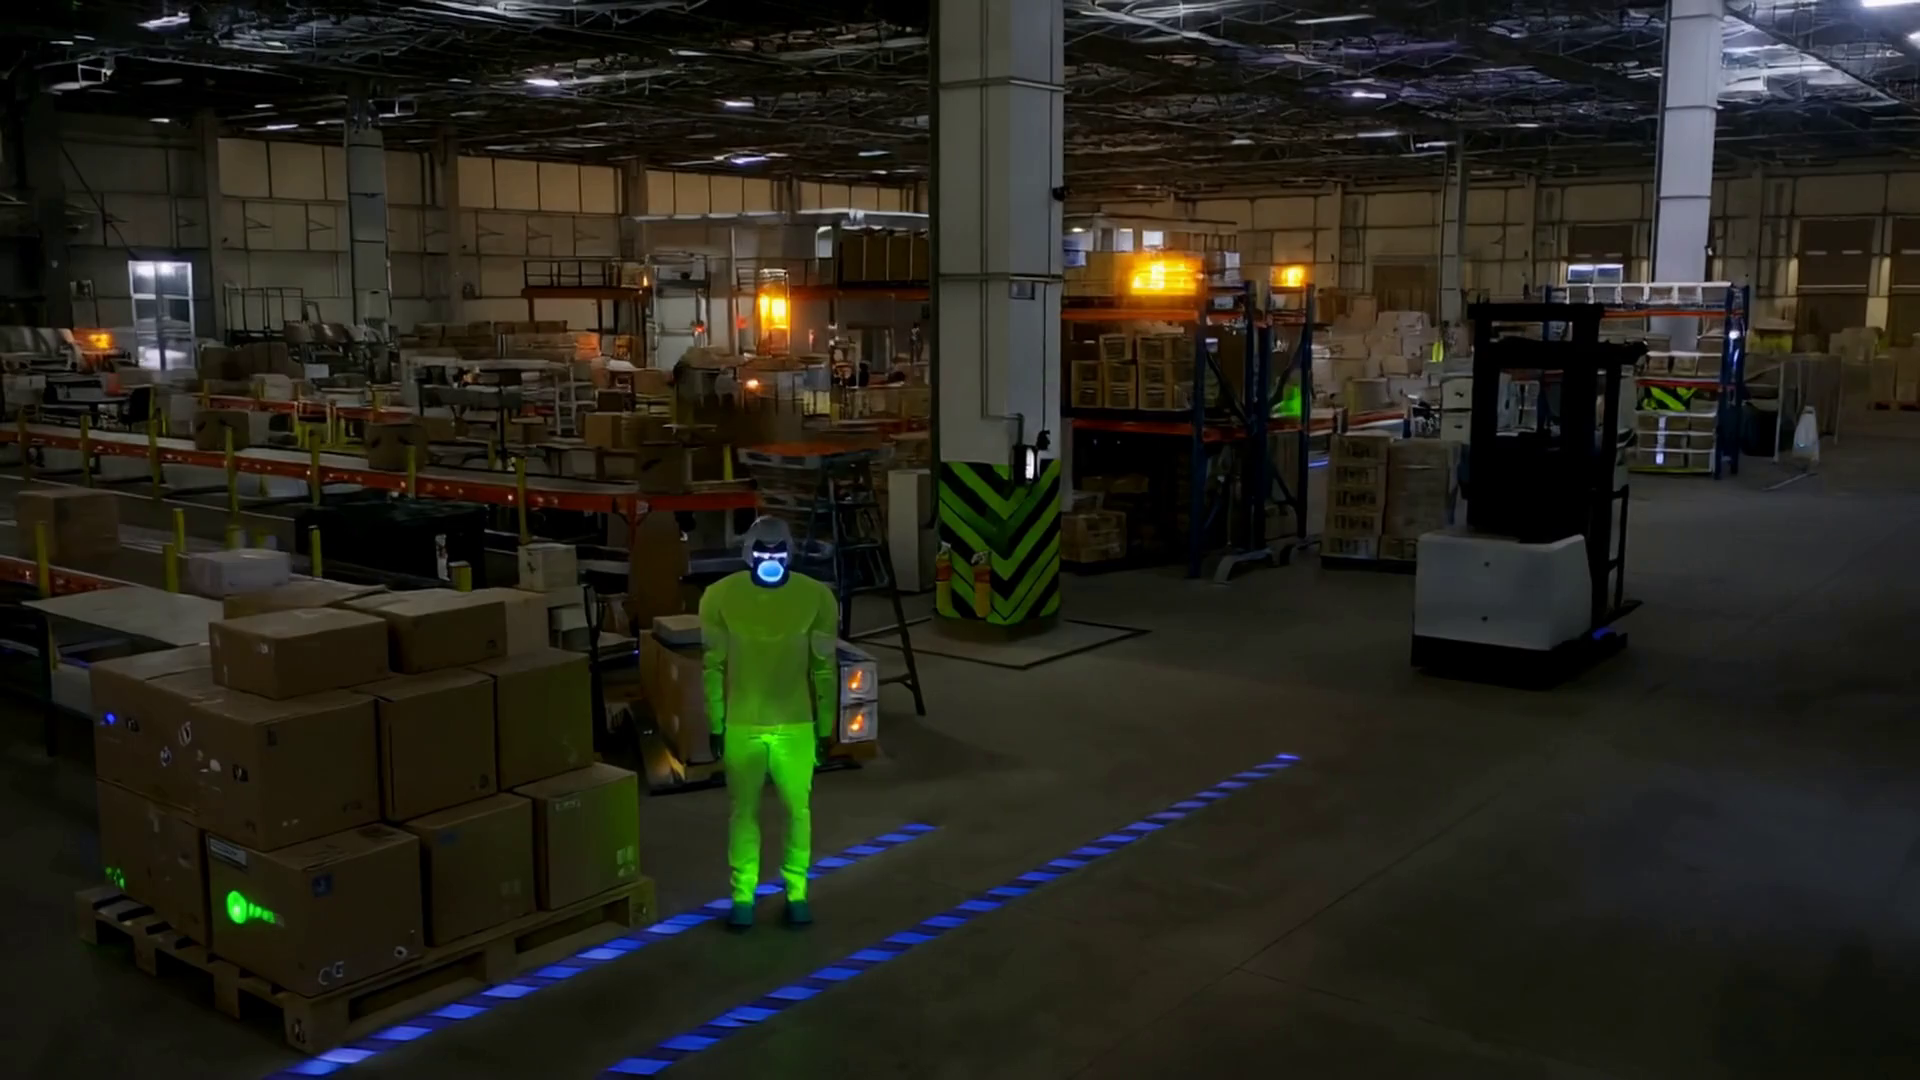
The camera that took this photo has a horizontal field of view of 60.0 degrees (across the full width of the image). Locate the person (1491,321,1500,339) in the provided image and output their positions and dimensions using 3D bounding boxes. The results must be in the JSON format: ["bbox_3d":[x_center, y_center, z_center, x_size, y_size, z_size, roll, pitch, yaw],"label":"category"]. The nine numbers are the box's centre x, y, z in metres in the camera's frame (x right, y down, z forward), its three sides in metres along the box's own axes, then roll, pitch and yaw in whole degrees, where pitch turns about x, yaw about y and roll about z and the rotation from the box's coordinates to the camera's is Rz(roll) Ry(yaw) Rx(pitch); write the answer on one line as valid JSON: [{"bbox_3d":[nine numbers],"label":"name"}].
[{"bbox_3d":[18.954,-6.858,59.125,0.392,1.988,0.608,0,8,-2],"label":"person"}]

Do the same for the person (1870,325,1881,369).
[{"bbox_3d":[35.291,-7.441,64.039,0.319,1.695,0.532,6,11,37],"label":"person"}]

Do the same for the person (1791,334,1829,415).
[{"bbox_3d":[18.499,-3.507,36.354,0.704,2.000,0.794,-3,9,-22],"label":"person"}]

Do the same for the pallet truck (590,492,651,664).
[{"bbox_3d":[-3.115,0.344,12.883,0.653,1.274,1.630,7,11,37],"label":"pallet truck"}]

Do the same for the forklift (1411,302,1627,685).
[{"bbox_3d":[4.379,-0.438,12.852,1.129,2.768,1.873,7,11,37],"label":"forklift"}]

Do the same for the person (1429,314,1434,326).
[{"bbox_3d":[22.841,-9.985,80.560,0.978,1.892,0.548,1,8,5],"label":"person"}]

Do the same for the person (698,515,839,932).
[{"bbox_3d":[-0.857,0.832,7.527,0.624,1.925,0.389,-1,8,-6],"label":"person"}]

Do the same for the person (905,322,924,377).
[{"bbox_3d":[-1.495,-6.166,54.515,0.662,1.987,1.062,0,8,0],"label":"person"}]

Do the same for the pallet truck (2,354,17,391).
[{"bbox_3d":[-24.881,-4.417,42.634,1.885,1.965,0.823,8,11,41],"label":"pallet truck"}]

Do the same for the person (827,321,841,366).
[{"bbox_3d":[-4.877,-7.436,63.519,0.958,1.847,0.589,8,11,42],"label":"person"}]

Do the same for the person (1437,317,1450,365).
[{"bbox_3d":[19.628,-8.081,67.572,0.371,1.932,0.626,-6,10,-33],"label":"person"}]

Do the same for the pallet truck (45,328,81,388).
[{"bbox_3d":[-23.775,-4.544,43.495,1.885,1.965,0.823,6,10,35],"label":"pallet truck"}]

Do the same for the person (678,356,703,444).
[{"bbox_3d":[-4.997,-2.522,30.701,0.423,1.754,0.525,-6,10,-33],"label":"person"}]

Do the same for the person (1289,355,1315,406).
[{"bbox_3d":[6.835,-2.850,33.101,0.538,1.681,0.469,7,11,39],"label":"person"}]

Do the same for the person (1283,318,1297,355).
[{"bbox_3d":[15.418,-9.532,77.693,0.639,1.821,0.584,3,9,19],"label":"person"}]

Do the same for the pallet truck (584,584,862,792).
[{"bbox_3d":[-1.426,0.805,10.019,1.601,1.201,0.680,-4,9,-26],"label":"pallet truck"}]
